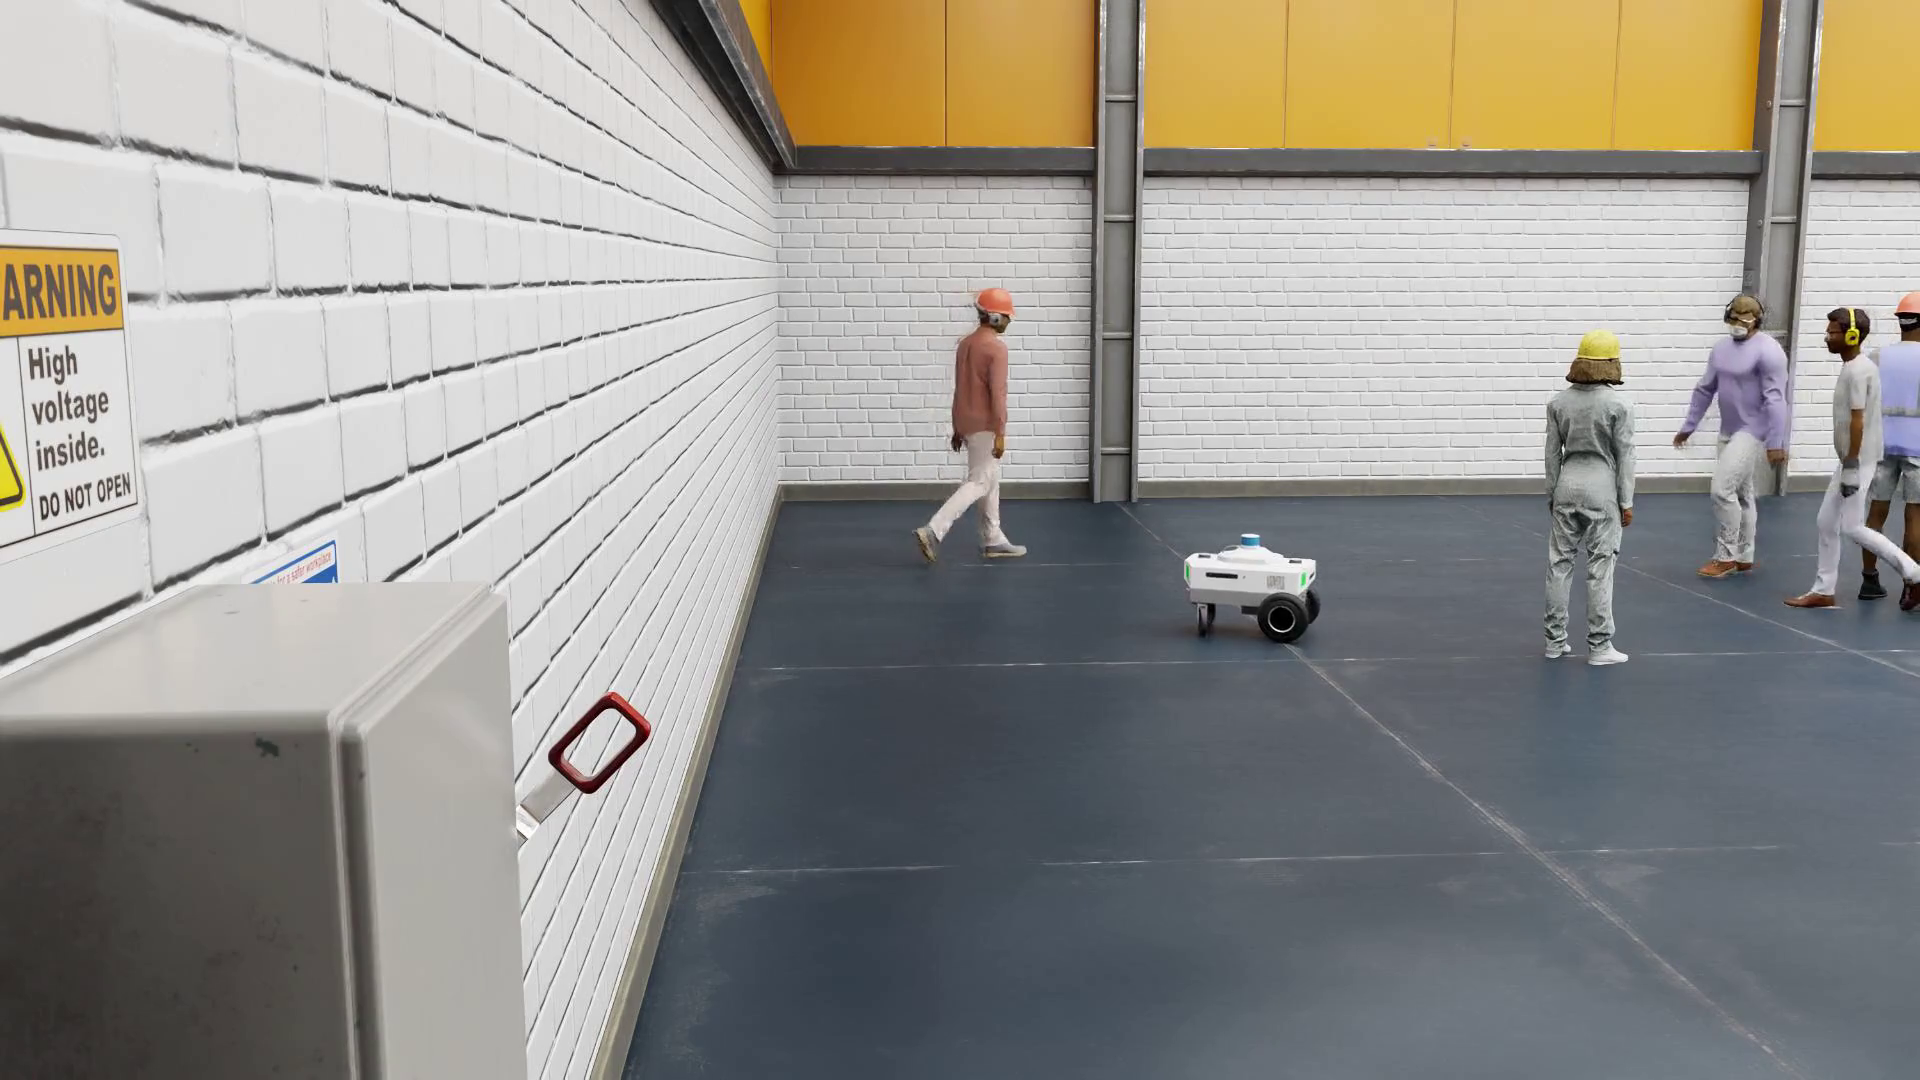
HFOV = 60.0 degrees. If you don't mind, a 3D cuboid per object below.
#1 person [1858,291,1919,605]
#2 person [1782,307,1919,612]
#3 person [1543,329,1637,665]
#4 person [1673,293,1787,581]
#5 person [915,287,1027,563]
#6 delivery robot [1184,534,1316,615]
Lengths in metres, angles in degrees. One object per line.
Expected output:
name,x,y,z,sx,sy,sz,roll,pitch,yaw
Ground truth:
person,5.817,-0.560,10.234,0.375,1.927,0.543,-6,11,-35
person,5.407,-0.461,9.884,0.741,1.847,0.521,4,10,22
person,3.290,-0.222,8.686,0.294,1.744,0.487,-8,12,-42
person,5.094,-0.679,11.040,0.650,1.903,0.743,-1,9,-4
person,0.065,-0.797,11.675,0.897,1.952,0.663,-5,10,-27
delivery robot,1.633,0.210,9.395,0.707,0.478,0.477,3,10,21
